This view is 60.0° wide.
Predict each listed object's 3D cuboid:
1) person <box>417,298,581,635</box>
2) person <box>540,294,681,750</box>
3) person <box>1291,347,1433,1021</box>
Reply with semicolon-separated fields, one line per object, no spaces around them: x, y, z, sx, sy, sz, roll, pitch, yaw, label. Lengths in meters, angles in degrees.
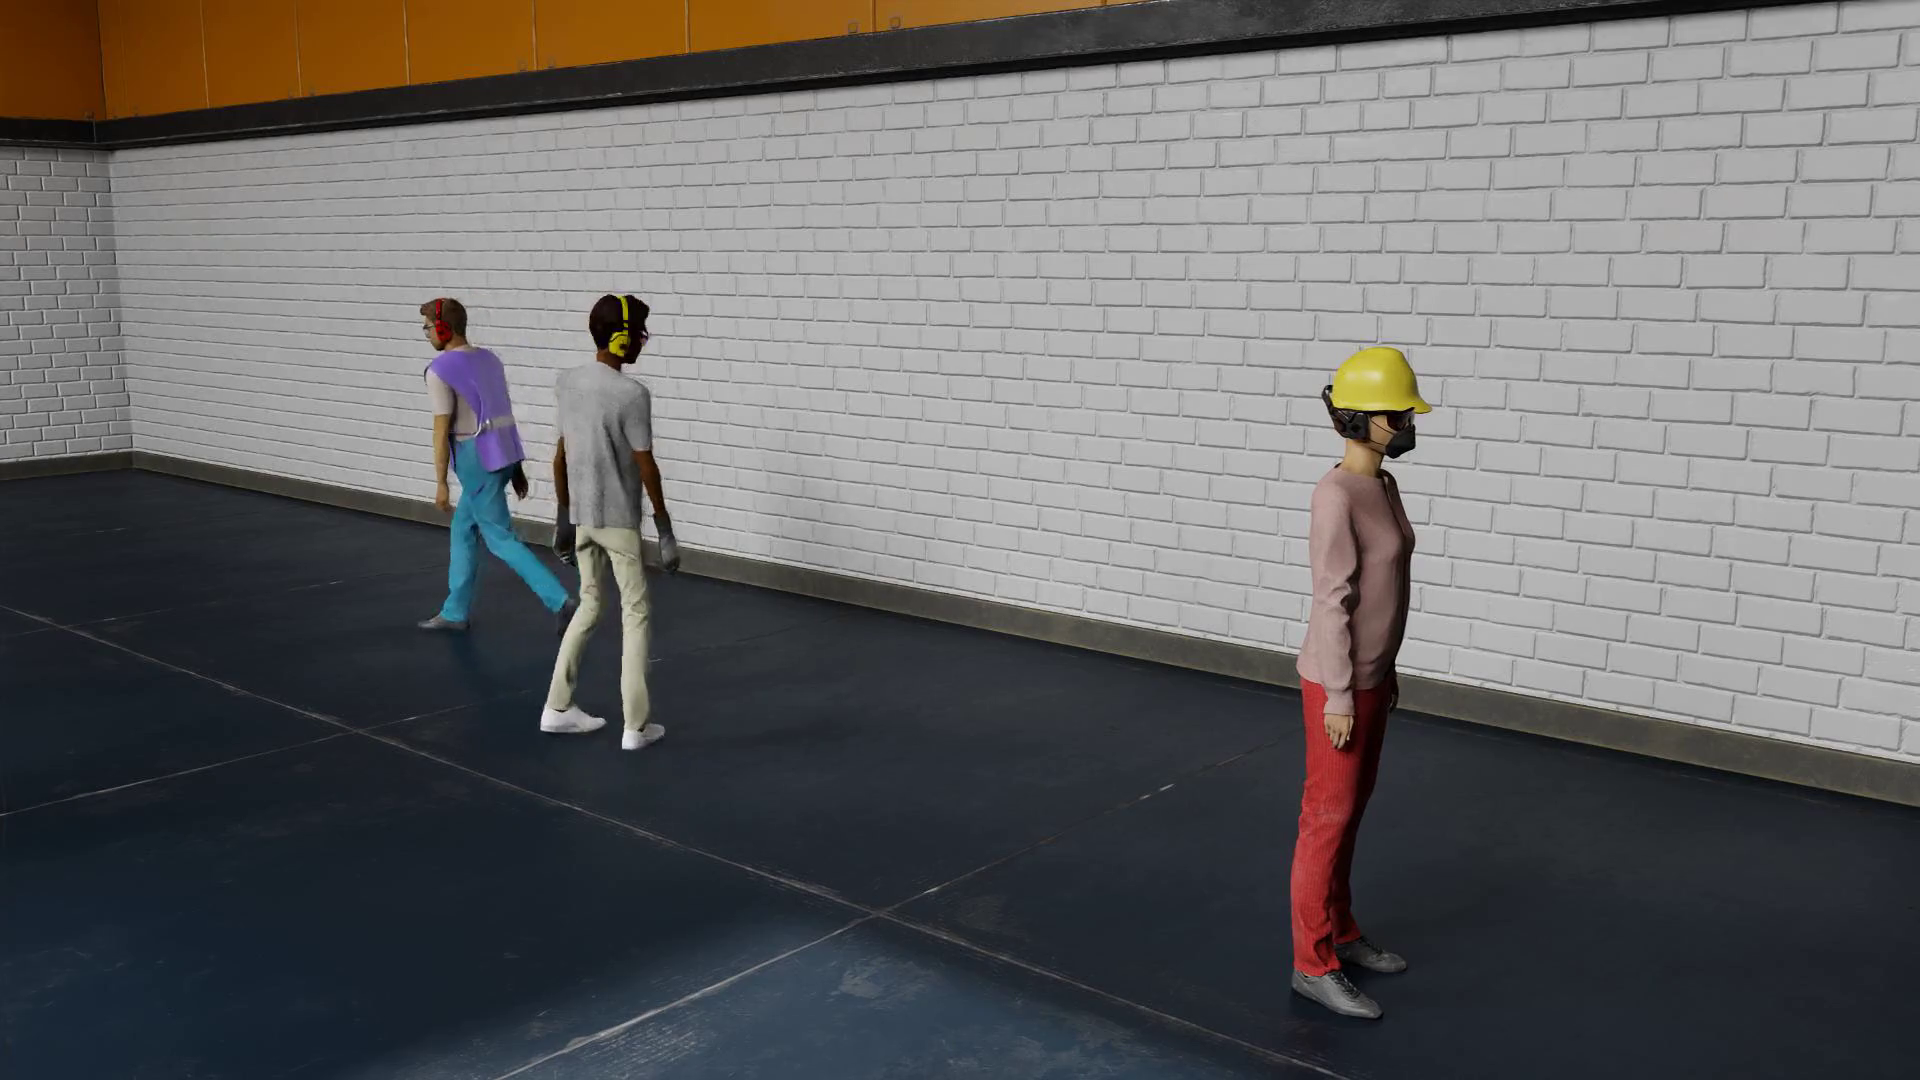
-2.414;-0.361;8.623;0.942;1.784;0.586;2;10;13;person
-1.423;-0.063;6.737;0.596;1.838;0.373;7;12;35;person
1.073;0.370;4.456;0.313;1.768;0.527;5;11;27;person
